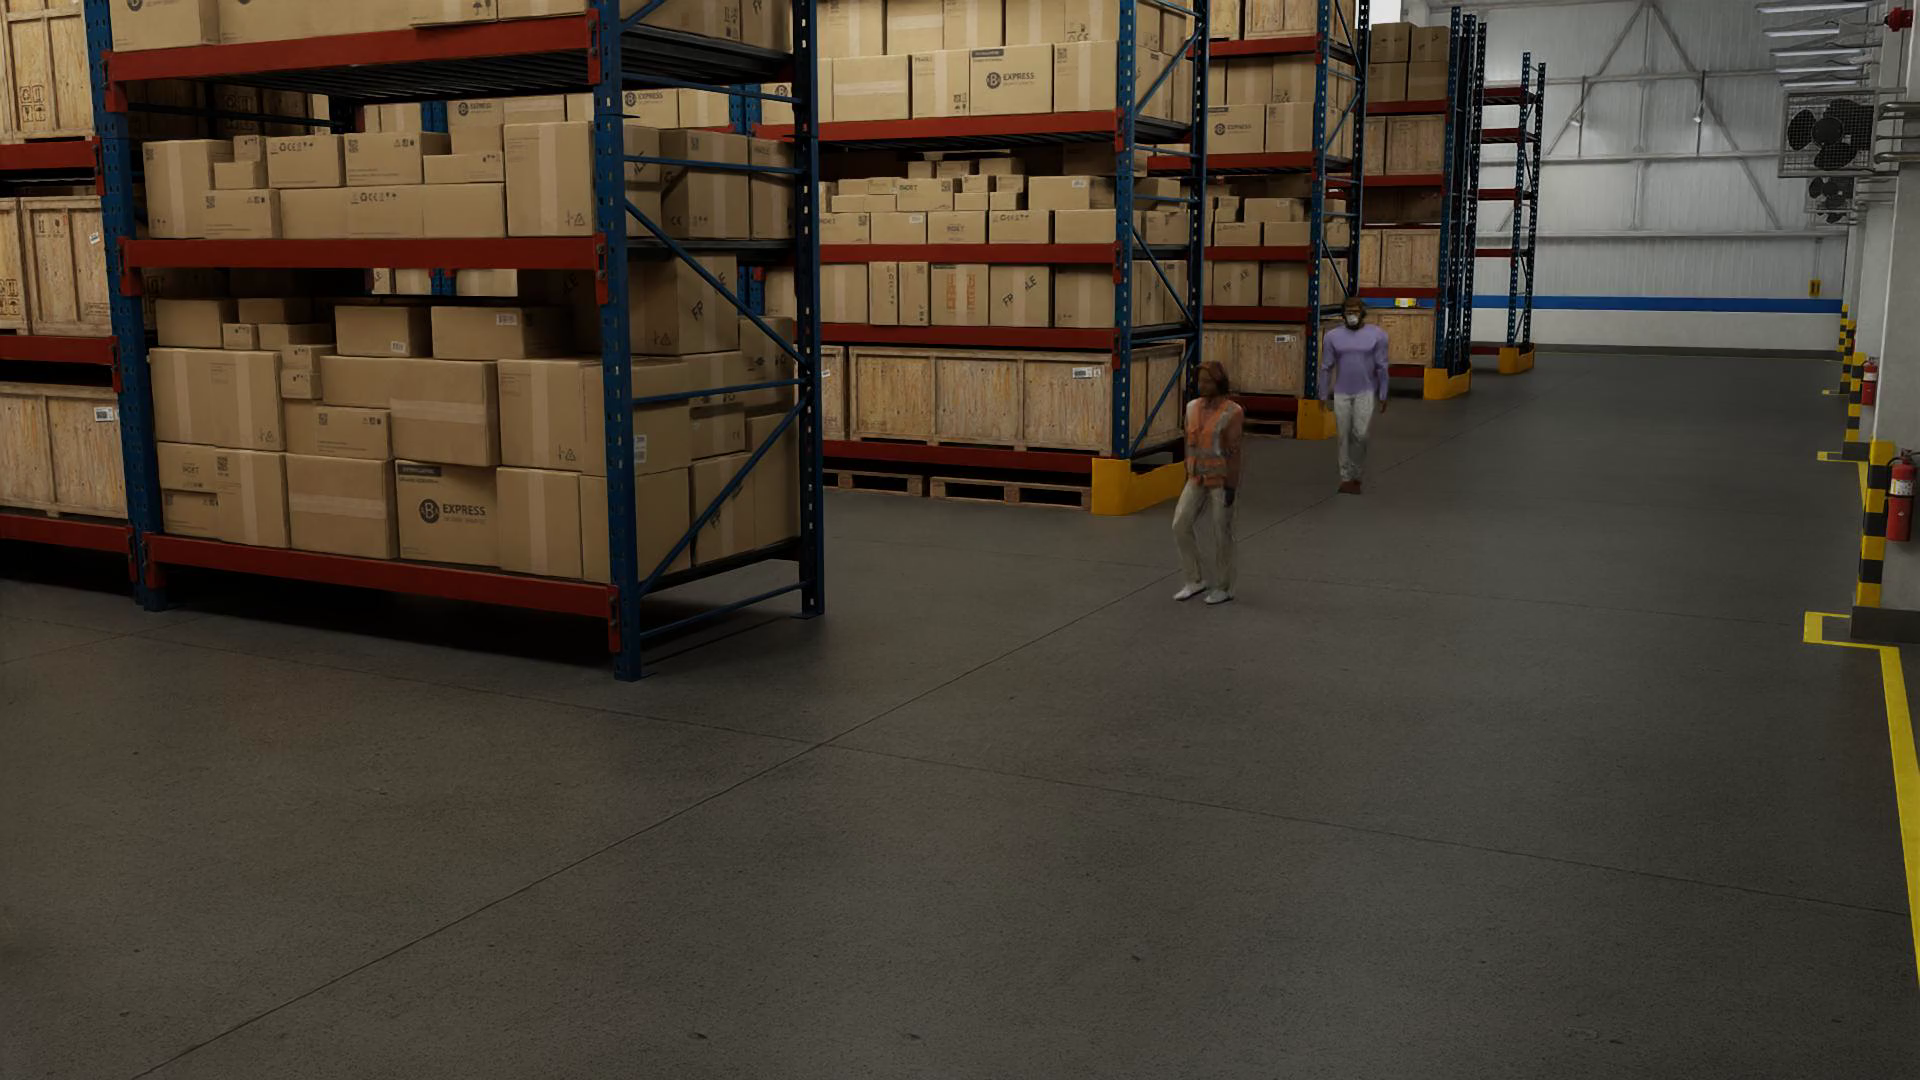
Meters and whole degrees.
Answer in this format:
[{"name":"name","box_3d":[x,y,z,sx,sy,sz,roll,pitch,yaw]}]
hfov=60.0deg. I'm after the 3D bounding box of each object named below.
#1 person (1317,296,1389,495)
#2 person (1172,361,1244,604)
[{"name":"person","box_3d":[3.756,-1.380,16.001,0.654,1.916,0.652,5,11,25]},{"name":"person","box_3d":[1.636,-0.366,10.989,0.499,1.620,0.538,-8,13,-39]}]
